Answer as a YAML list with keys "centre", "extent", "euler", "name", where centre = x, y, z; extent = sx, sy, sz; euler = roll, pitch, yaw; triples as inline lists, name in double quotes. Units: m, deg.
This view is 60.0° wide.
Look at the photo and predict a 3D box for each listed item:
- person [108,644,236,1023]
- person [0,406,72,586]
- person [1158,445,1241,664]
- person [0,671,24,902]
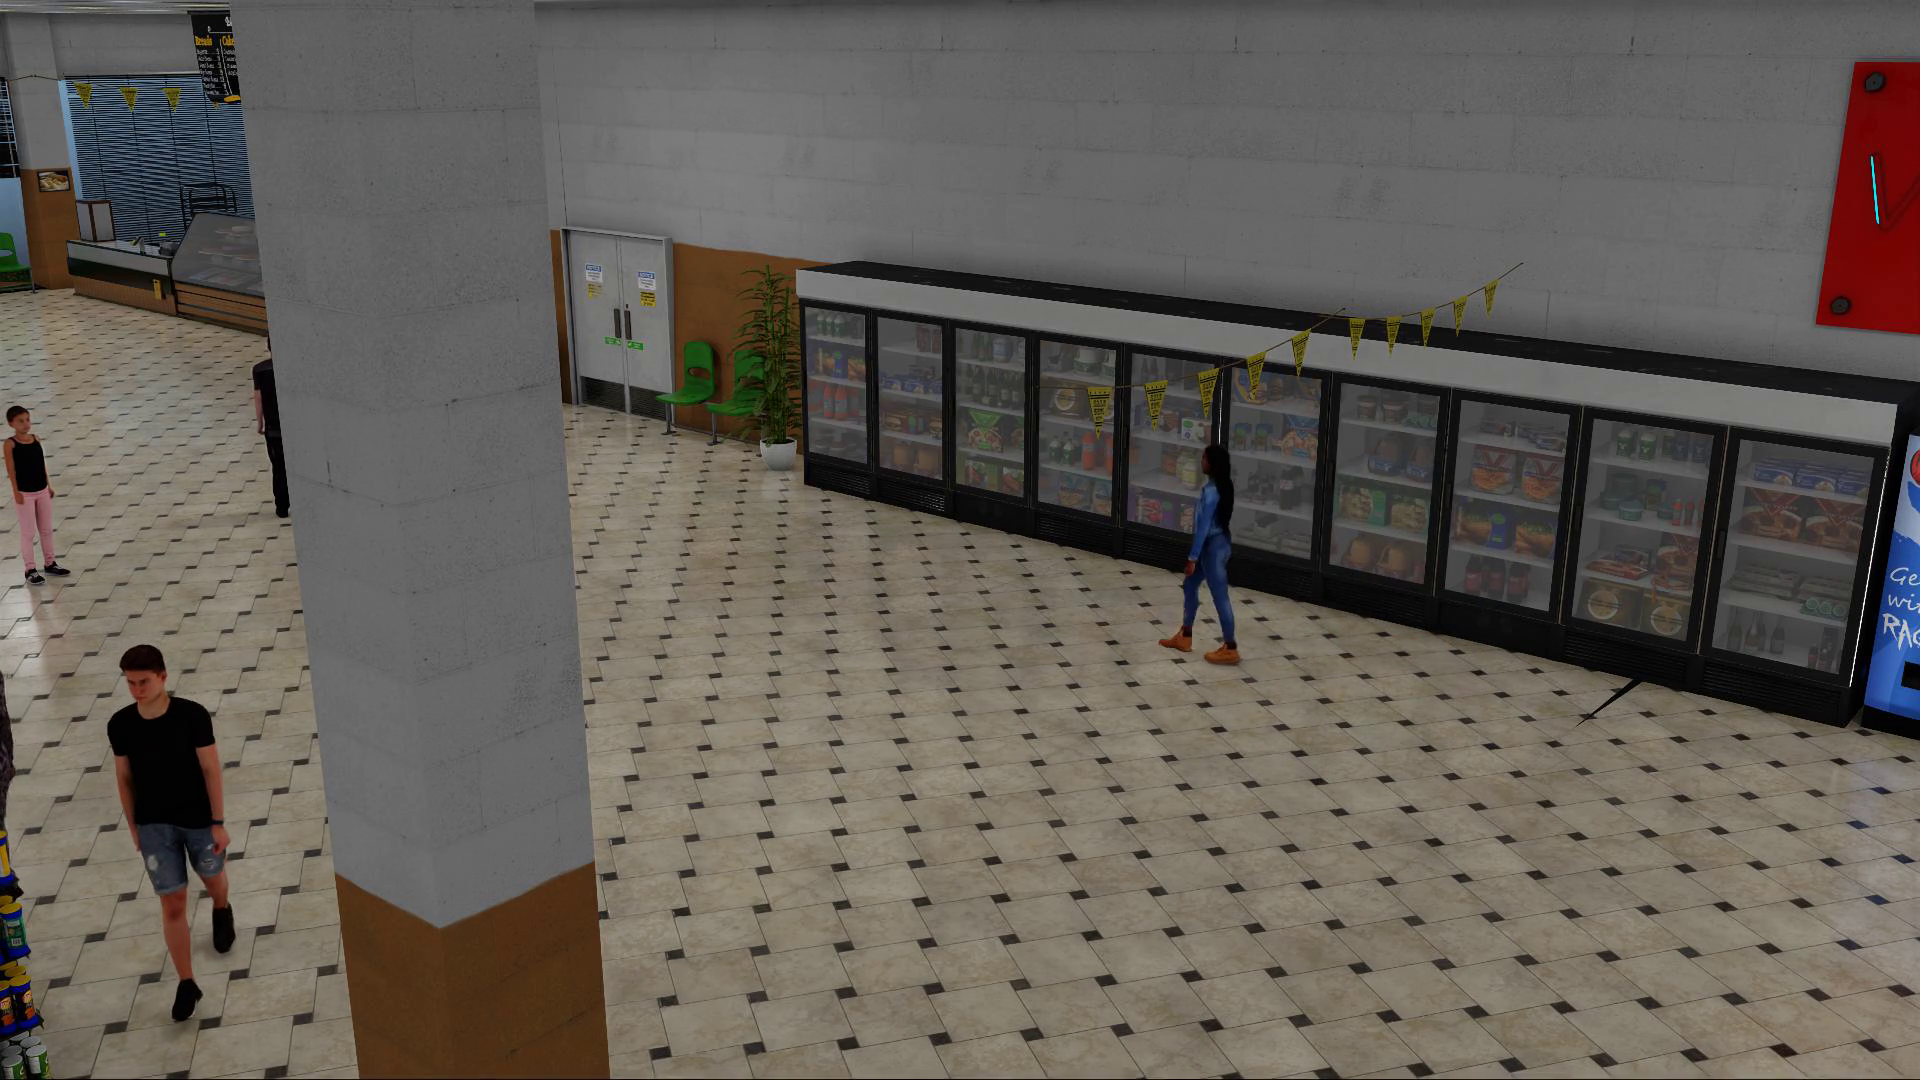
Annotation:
- centre: [-3.850, 1.358, 8.270]
  extent: [1.243, 1.812, 1.175]
  euler: [-5, 18, -17]
  name: "person"
- centre: [-8.113, -0.411, 14.519]
  extent: [0.640, 1.566, 0.530]
  euler: [7, 18, 23]
  name: "person"
- centre: [1.999, 0.131, 12.515]
  extent: [0.893, 1.694, 0.925]
  euler: [5, 18, 17]
  name: "person"
- centre: [-5.190, 1.246, 8.817]
  extent: [0.684, 1.709, 0.727]
  euler: [11, 20, 33]
  name: "person"
